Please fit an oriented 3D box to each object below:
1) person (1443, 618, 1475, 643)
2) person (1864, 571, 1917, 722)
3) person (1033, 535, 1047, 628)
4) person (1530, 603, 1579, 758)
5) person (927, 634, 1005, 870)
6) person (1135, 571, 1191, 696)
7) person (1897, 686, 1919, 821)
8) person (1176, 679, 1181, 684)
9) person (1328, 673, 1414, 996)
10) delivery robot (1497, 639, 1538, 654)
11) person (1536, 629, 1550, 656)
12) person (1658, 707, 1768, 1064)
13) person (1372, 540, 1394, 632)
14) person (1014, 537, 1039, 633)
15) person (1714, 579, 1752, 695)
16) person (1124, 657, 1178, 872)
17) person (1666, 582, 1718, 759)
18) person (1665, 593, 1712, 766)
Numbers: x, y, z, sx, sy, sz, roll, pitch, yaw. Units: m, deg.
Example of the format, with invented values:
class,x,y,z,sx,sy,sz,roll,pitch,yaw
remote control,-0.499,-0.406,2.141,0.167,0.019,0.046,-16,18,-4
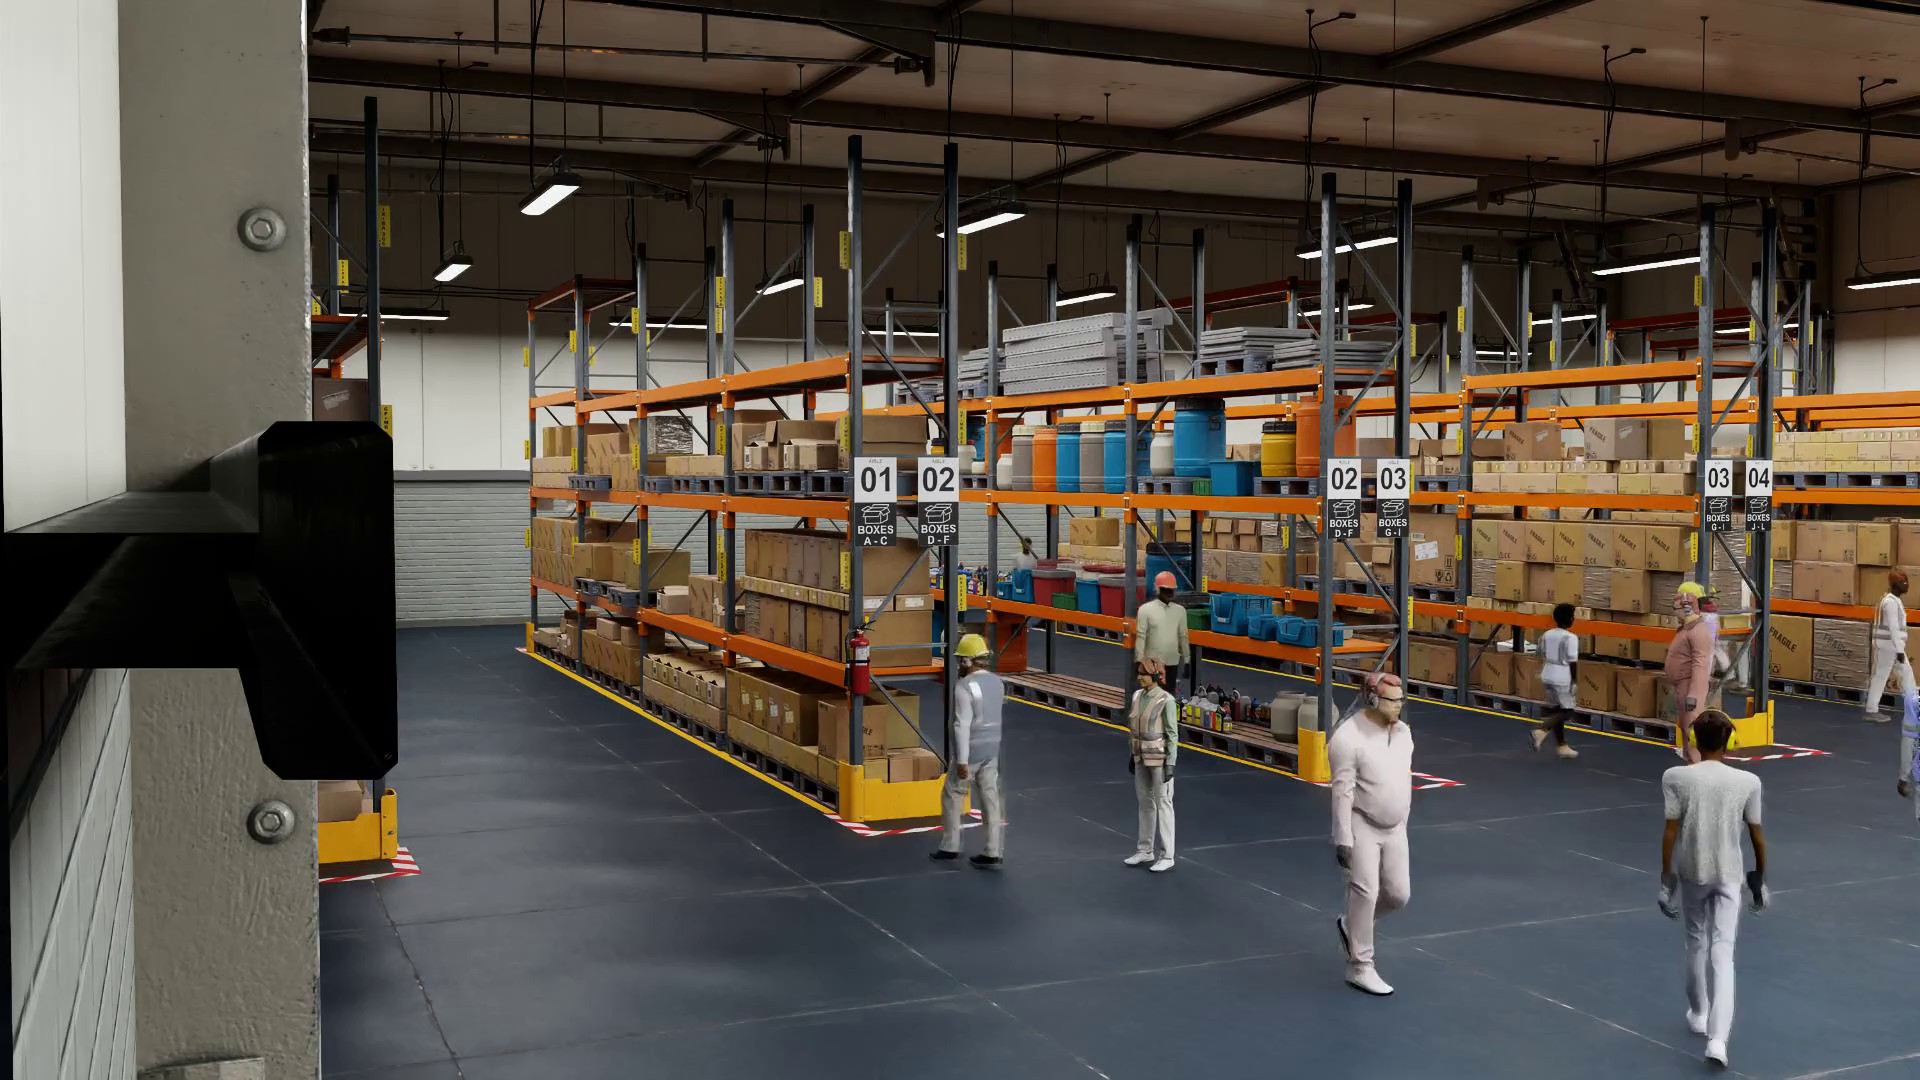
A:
class,x,y,z,sx,sy,sz,roll,pitch,yaw
person,7.344,1.103,26.292,0.585,1.922,0.457,-1,2,-28
person,11.476,1.310,21.777,0.915,1.844,0.611,2,3,35
person,1.895,0.780,35.228,0.933,1.894,0.569,-1,2,-23
person,6.327,1.505,19.089,0.638,1.676,0.535,-1,2,-19
person,0.038,1.633,13.941,0.735,1.803,0.613,2,3,37
person,2.253,1.331,19.542,0.644,1.980,0.518,-1,2,-26
person,6.862,1.631,12.506,0.549,1.922,0.400,1,2,15
person,2.884,1.167,25.723,0.542,1.831,0.884,-1,2,-23
person,2.433,1.719,10.719,0.673,1.886,0.545,-1,3,-31
delivery robot,8.617,1.699,27.660,0.477,0.478,0.707,-1,2,-19
person,8.996,1.234,27.230,0.518,1.581,0.870,-1,2,-29
person,4.001,1.805,9.506,0.542,1.817,0.991,1,2,21
person,7.352,0.941,31.179,0.652,1.882,0.450,-1,3,-31
person,1.251,0.845,34.319,0.532,1.837,0.797,0,2,-10
person,10.698,1.189,24.725,0.574,1.869,0.469,-1,2,-20
person,1.485,1.721,13.818,0.312,1.639,0.520,-1,3,-32
person,7.774,1.389,19.038,0.446,1.901,0.608,-1,2,-20
person,7.035,1.458,17.339,0.406,1.901,0.639,1,2,13
